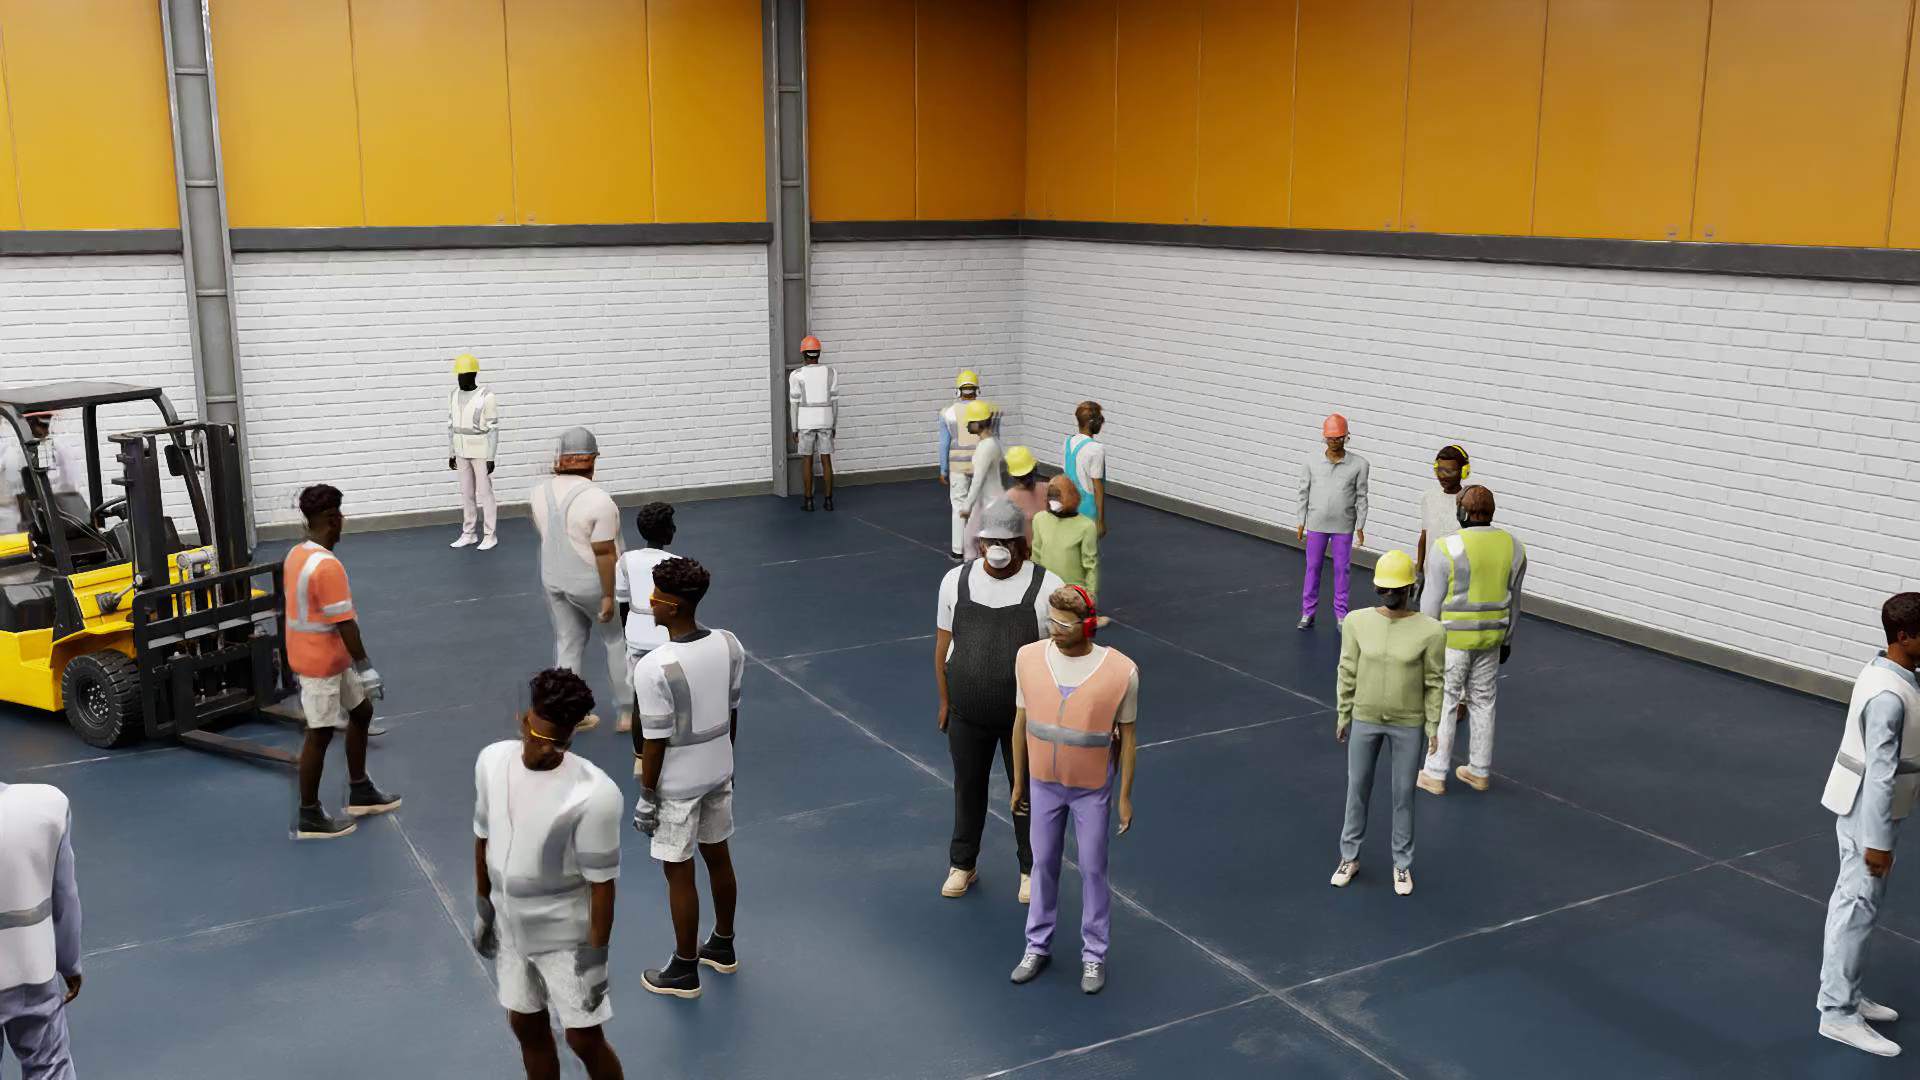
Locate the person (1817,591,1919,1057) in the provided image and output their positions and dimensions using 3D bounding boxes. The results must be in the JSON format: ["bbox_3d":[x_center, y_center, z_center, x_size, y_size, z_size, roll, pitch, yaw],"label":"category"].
[{"bbox_3d":[3.796,1.141,6.903,0.398,1.920,0.590,7,14,30],"label":"person"}]

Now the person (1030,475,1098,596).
[{"bbox_3d":[0.716,0.340,11.335,0.535,1.616,0.430,7,14,28],"label":"person"}]

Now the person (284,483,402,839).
[{"bbox_3d":[-3.369,0.658,9.110,0.730,1.931,0.682,-6,14,-28],"label":"person"}]

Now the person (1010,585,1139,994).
[{"bbox_3d":[0.503,1.084,7.355,0.563,1.839,0.394,5,13,21],"label":"person"}]

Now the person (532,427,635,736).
[{"bbox_3d":[-2.401,0.247,10.804,0.701,2.000,0.643,7,14,30],"label":"person"}]

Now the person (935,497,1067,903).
[{"bbox_3d":[0.194,0.797,8.224,0.682,2.000,0.537,3,12,12],"label":"person"}]

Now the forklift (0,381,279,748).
[{"bbox_3d":[-5.853,0.085,11.199,2.313,2.155,1.214,7,14,28],"label":"forklift"}]

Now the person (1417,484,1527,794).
[{"bbox_3d":[2.968,0.583,9.737,0.634,1.831,0.429,-4,13,-17],"label":"person"}]

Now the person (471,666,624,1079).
[{"bbox_3d":[-1.427,1.359,5.855,0.685,1.935,0.414,8,14,32],"label":"person"}]

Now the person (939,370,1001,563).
[{"bbox_3d":[0.092,-0.690,15.710,0.586,1.823,0.403,-1,12,-5],"label":"person"}]

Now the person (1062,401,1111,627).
[{"bbox_3d":[1.012,-0.204,13.409,0.344,1.839,0.501,-7,14,-29],"label":"person"}]

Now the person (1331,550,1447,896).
[{"bbox_3d":[2.145,0.911,8.337,0.525,1.769,0.327,5,13,22],"label":"person"}]

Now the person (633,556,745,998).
[{"bbox_3d":[-1.198,1.030,7.307,0.367,1.966,0.607,7,14,31],"label":"person"}]

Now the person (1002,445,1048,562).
[{"bbox_3d":[0.540,0.165,11.921,0.471,1.724,0.555,10,15,39],"label":"person"}]

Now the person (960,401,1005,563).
[{"bbox_3d":[0.129,-0.313,14.128,0.746,1.733,0.518,-1,12,-3],"label":"person"}]

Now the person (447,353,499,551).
[{"bbox_3d":[-4.769,-0.862,16.265,0.587,1.929,0.360,6,13,24],"label":"person"}]

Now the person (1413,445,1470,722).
[{"bbox_3d":[3.237,0.287,11.056,0.331,1.861,0.506,-11,17,-43],"label":"person"}]

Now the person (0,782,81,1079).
[{"bbox_3d":[-3.162,1.459,5.439,0.386,1.912,0.591,11,16,41],"label":"person"}]

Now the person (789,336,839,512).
[{"bbox_3d":[-1.600,-1.272,18.230,0.542,1.920,0.417,-3,12,-14],"label":"person"}]

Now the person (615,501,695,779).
[{"bbox_3d":[-1.791,0.608,9.913,0.540,1.699,0.317,5,13,23],"label":"person"}]

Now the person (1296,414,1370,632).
[{"bbox_3d":[2.964,-0.138,13.280,0.563,1.753,0.327,4,13,17],"label":"person"}]
